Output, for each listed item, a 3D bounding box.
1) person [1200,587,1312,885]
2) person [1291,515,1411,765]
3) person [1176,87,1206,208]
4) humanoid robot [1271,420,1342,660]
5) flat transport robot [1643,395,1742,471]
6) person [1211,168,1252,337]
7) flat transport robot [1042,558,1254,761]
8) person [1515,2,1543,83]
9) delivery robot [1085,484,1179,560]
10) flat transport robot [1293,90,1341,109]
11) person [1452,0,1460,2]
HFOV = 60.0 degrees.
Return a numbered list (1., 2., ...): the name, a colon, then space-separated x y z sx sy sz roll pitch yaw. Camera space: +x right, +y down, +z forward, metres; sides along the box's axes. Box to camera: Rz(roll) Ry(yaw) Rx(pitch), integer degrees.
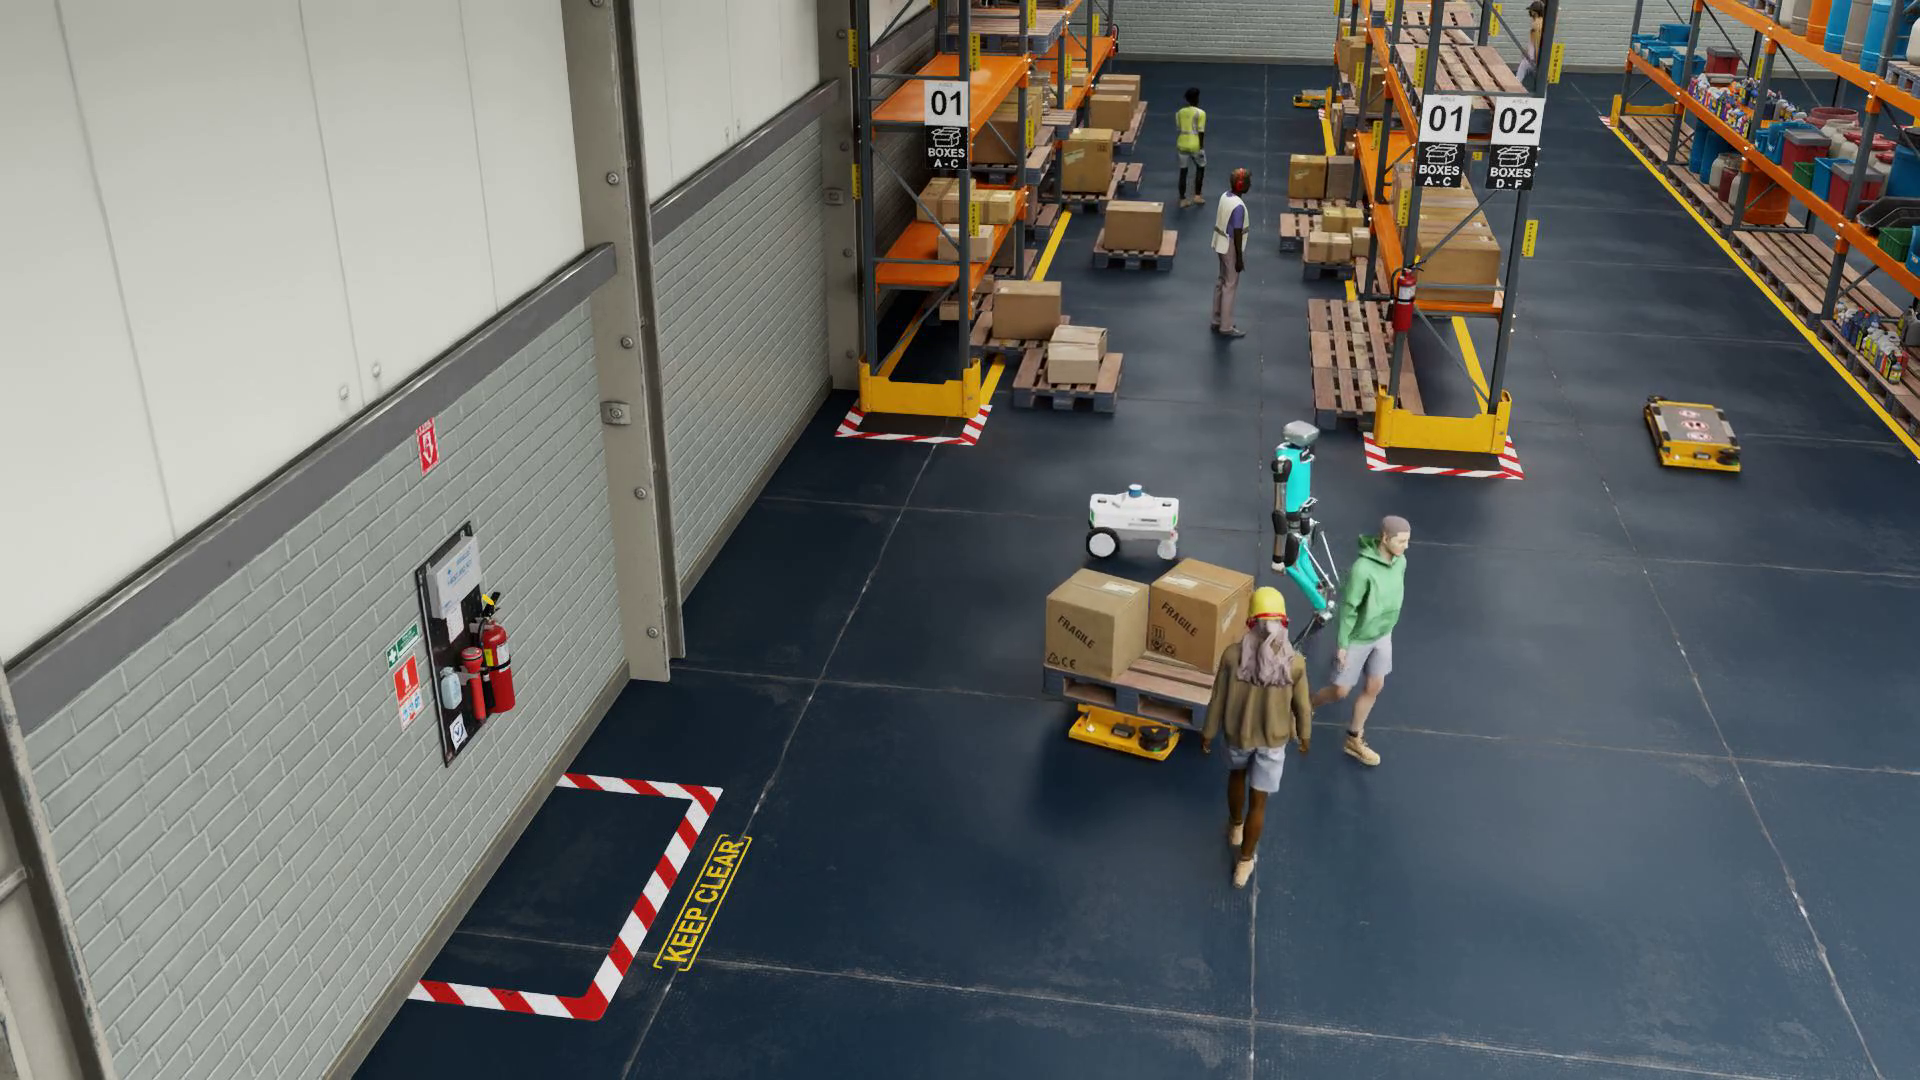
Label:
1. person: 1.680 1.044 9.380 0.600 1.729 0.740 6 26 12
2. person: 2.465 0.584 10.401 0.499 1.709 0.577 -15 29 -29
3. person: 3.269 -5.575 23.634 0.524 1.660 0.534 18 31 34
4. humanoid robot: 2.443 0.091 11.467 0.673 1.833 0.539 14 29 28
5. flat transport robot: 6.808 -0.997 15.491 0.659 0.231 1.431 6 26 13
6. person: 2.961 -3.154 18.249 0.373 1.840 0.568 -4 25 -8
7. flat transport robot: 1.310 1.009 11.199 0.659 0.231 1.431 12 28 24
8. person: 10.532 -9.060 30.916 0.949 1.811 0.556 9 27 19
9. delivery robot: 1.366 -0.155 13.356 0.774 0.599 0.499 3 25 7
10. flat transport robot: 6.912 -8.163 30.828 1.431 0.231 0.659 4 25 9
11. person: 9.425 -9.409 31.750 0.530 1.756 0.536 -8 26 -17
